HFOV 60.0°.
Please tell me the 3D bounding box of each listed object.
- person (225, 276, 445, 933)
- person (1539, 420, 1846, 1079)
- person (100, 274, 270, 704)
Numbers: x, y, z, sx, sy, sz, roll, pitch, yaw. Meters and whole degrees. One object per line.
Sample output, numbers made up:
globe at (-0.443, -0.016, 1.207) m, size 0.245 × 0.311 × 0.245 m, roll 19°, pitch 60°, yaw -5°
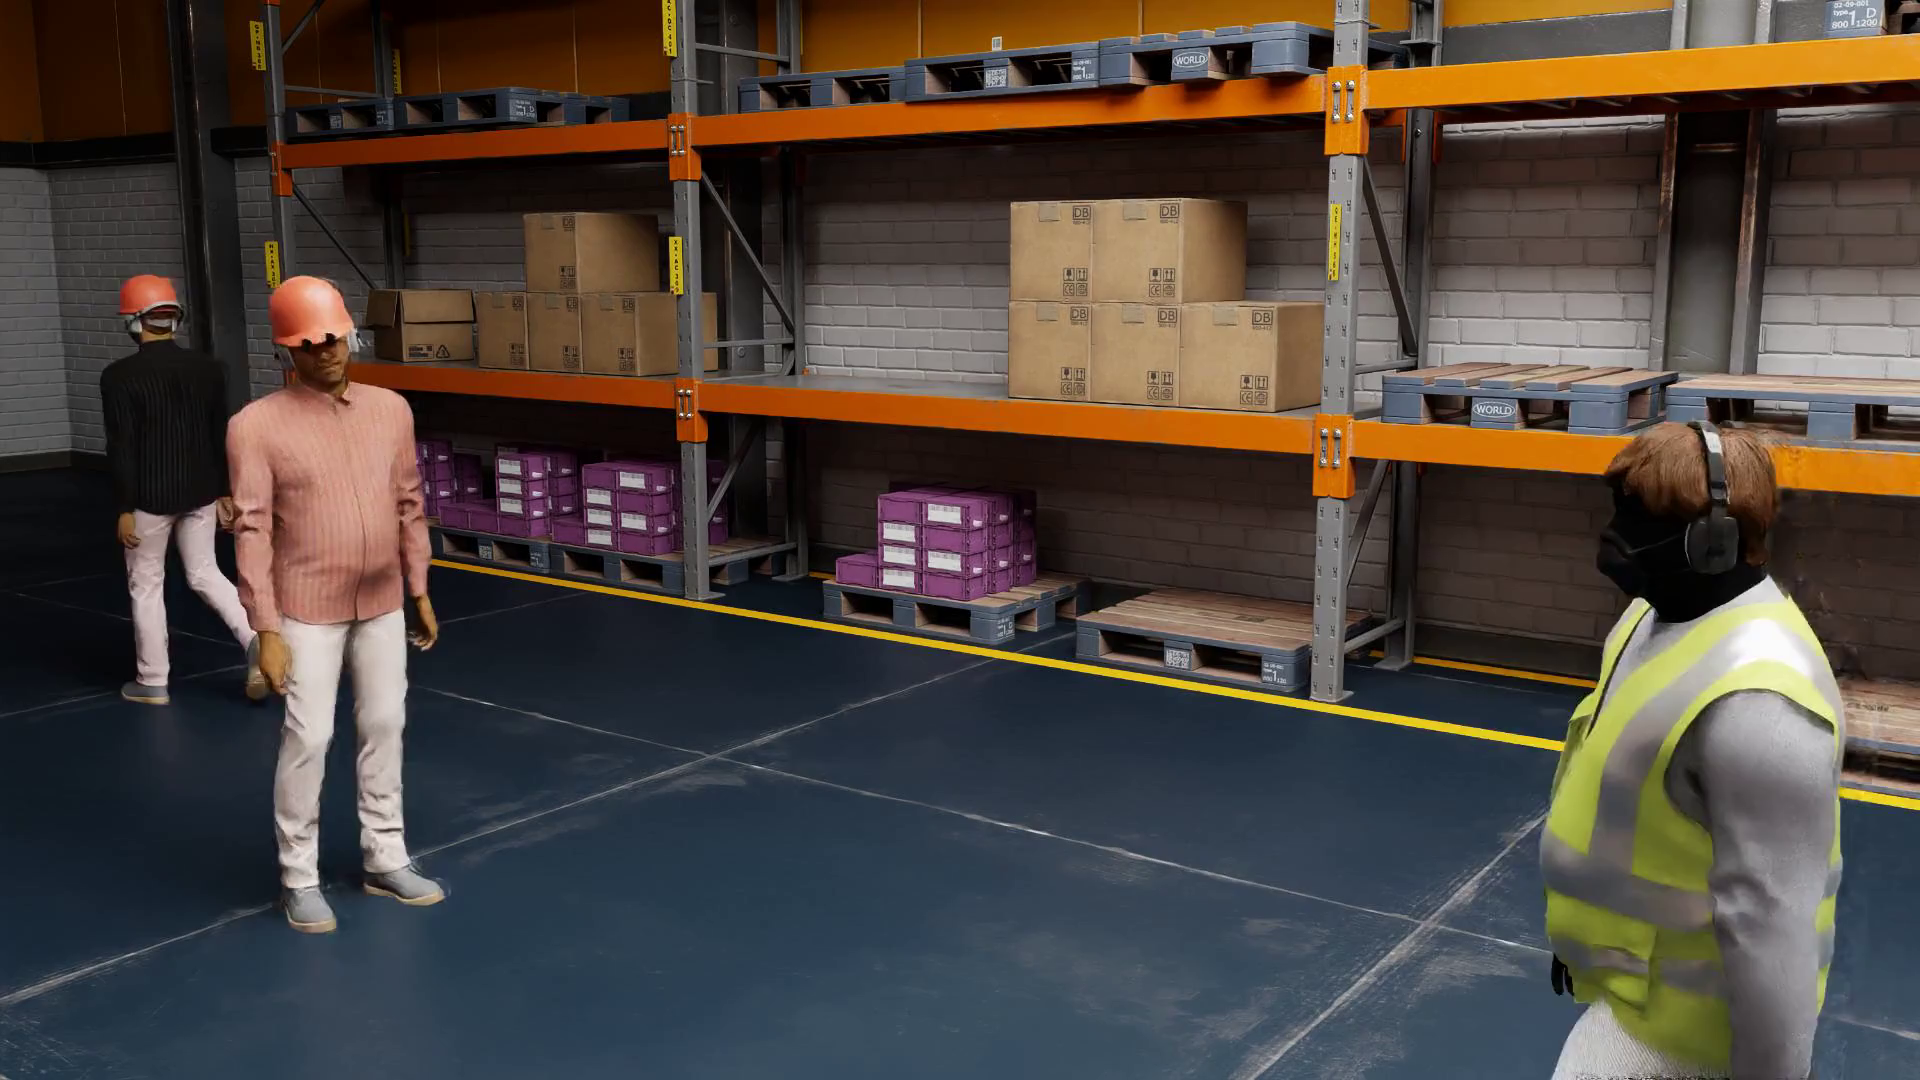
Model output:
person at (-1.899, 0.200, 5.089) m, size 0.429 × 1.971 × 0.663 m, roll 7°, pitch 12°, yaw 37°
person at (1.206, 0.698, 2.637) m, size 0.973 × 1.797 × 0.615 m, roll 3°, pitch 10°, yaw 18°
person at (-3.495, -0.203, 7.478) m, size 0.812 × 1.973 × 0.626 m, roll 5°, pitch 11°, yaw 28°
